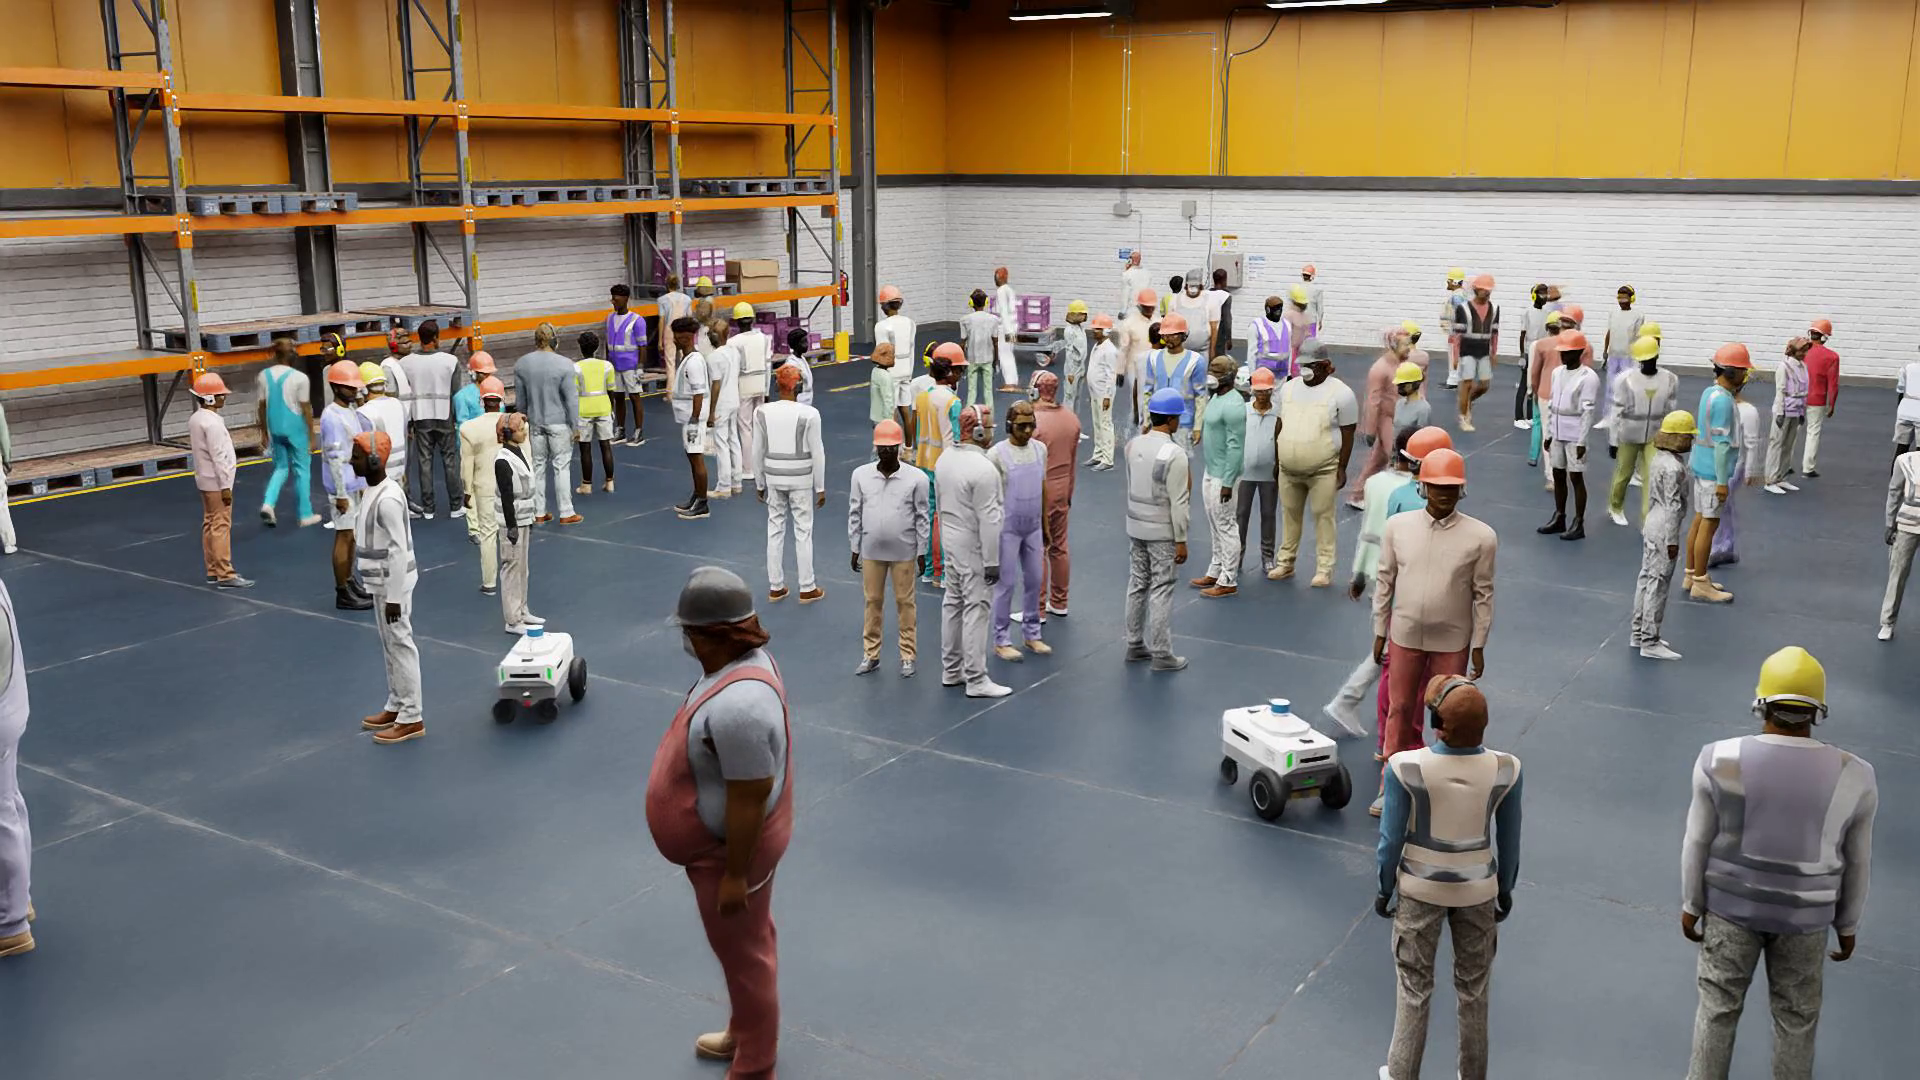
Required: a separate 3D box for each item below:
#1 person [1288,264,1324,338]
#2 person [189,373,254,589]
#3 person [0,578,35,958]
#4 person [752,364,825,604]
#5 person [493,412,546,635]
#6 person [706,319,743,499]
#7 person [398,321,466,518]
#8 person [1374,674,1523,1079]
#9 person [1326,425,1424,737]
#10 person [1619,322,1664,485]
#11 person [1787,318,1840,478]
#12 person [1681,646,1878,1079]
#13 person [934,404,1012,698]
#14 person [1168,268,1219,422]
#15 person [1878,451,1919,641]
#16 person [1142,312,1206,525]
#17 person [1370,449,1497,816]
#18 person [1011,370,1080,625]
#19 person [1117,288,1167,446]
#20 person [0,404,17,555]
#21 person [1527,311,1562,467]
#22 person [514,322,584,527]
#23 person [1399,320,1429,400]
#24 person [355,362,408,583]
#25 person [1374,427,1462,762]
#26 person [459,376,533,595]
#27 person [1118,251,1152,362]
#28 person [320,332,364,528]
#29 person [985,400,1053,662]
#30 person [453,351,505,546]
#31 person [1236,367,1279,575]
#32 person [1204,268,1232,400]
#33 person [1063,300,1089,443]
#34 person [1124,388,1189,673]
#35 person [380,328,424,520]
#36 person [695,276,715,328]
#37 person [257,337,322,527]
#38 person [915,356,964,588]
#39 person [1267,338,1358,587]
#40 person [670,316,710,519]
[{"bbox_3d":[5.622,-3.593,27.019,0.572,1.749,0.342,6,14,24],"label":"person"},{"bbox_3d":[-6.036,-0.484,13.532,0.327,1.752,0.561,-10,17,-38],"label":"person"},{"bbox_3d":[-4.353,0.823,7.236,0.536,2.000,0.672,-6,14,-24],"label":"person"},{"bbox_3d":[-1.330,-0.435,13.031,0.583,1.885,0.338,4,14,16],"label":"person"},{"bbox_3d":[-3.264,-0.125,12.228,0.309,1.641,0.514,-1,13,-2],"label":"person"},{"bbox_3d":[-2.434,-1.338,17.036,0.332,1.844,0.518,6,14,23],"label":"person"},{"bbox_3d":[-5.092,-1.153,16.093,0.589,1.913,0.399,-1,13,-5],"label":"person"},{"bbox_3d":[1.778,1.288,6.086,0.522,1.645,0.306,0,13,1],"label":"person"},{"bbox_3d":[2.605,0.237,10.128,0.801,1.889,0.613,-5,14,-22],"label":"person"},{"bbox_3d":[7.301,-1.465,17.818,0.325,1.740,0.493,7,15,29],"label":"person"},{"bbox_3d":[9.309,-1.551,18.200,0.352,1.738,0.573,-11,17,-41],"label":"person"},{"bbox_3d":[2.824,1.264,5.802,0.590,1.823,0.403,5,14,20],"label":"person"},{"bbox_3d":[0.093,0.066,10.813,0.399,1.908,0.643,-7,15,-28],"label":"person"},{"bbox_3d":[3.050,-2.581,22.000,0.687,2.000,0.535,4,14,17],"label":"person"},{"bbox_3d":[6.927,-0.065,11.958,0.511,1.644,0.308,6,14,24],"label":"person"},{"bbox_3d":[1.993,-1.116,15.641,0.615,2.043,0.373,7,15,29],"label":"person"},{"bbox_3d":[2.462,0.505,8.712,0.612,1.997,0.375,6,14,24],"label":"person"},{"bbox_3d":[0.609,-0.321,12.494,0.407,1.906,0.655,11,17,40],"label":"person"},{"bbox_3d":[2.180,-1.982,19.574,0.610,1.967,0.503,-7,15,-28],"label":"person"},{"bbox_3d":[-8.562,-0.651,14.510,0.518,1.639,0.312,-9,16,-35],"label":"person"},{"bbox_3d":[6.664,-1.697,18.770,0.522,1.769,0.311,4,14,19],"label":"person"},{"bbox_3d":[-3.880,-1.085,15.734,0.636,1.938,0.355,4,13,15],"label":"person"},{"bbox_3d":[4.771,-1.458,17.761,0.527,1.761,0.348,-9,16,-34],"label":"person"},{"bbox_3d":[-4.758,-0.545,13.642,0.404,1.823,0.602,4,14,16],"label":"person"},{"bbox_3d":[2.587,0.349,9.392,0.379,1.996,0.611,-2,13,-9],"label":"person"},{"bbox_3d":[-3.706,-0.436,13.325,0.572,1.750,0.329,-6,14,-25],"label":"person"},{"bbox_3d":[2.906,-3.881,27.936,0.649,1.907,0.409,-10,16,-38],"label":"person"},{"bbox_3d":[-5.779,-1.009,15.560,0.534,1.869,0.311,8,15,31],"label":"person"},{"bbox_3d":[0.405,-0.065,11.554,0.518,1.834,0.347,-9,16,-33],"label":"person"},{"bbox_3d":[-4.285,-0.834,15.054,0.342,1.748,0.573,8,15,31],"label":"person"},{"bbox_3d":[2.499,-0.573,13.917,0.560,1.753,0.328,2,13,8],"label":"person"},{"bbox_3d":[3.625,-2.905,23.709,0.399,1.909,0.590,-8,15,-32],"label":"person"},{"bbox_3d":[1.433,-2.080,20.479,0.294,1.744,0.486,6,14,23],"label":"person"},{"bbox_3d":[1.351,-0.068,11.321,0.417,1.940,0.607,-8,15,-30],"label":"person"},{"bbox_3d":[-5.427,-1.128,16.119,0.388,1.847,0.564,-1,13,-3],"label":"person"},{"bbox_3d":[-3.732,-3.005,24.490,0.296,1.744,0.484,-2,13,-8],"label":"person"},{"bbox_3d":[-6.314,-0.993,15.598,0.517,1.820,0.593,3,13,13],"label":"person"},{"bbox_3d":[-0.146,-0.567,13.540,0.392,1.917,0.591,-9,16,-35],"label":"person"},{"bbox_3d":[2.836,-0.635,13.561,0.688,2.000,0.536,10,16,37],"label":"person"},{"bbox_3d":[-2.614,-1.192,16.139,0.361,1.964,0.614,-3,13,-13],"label":"person"}]
